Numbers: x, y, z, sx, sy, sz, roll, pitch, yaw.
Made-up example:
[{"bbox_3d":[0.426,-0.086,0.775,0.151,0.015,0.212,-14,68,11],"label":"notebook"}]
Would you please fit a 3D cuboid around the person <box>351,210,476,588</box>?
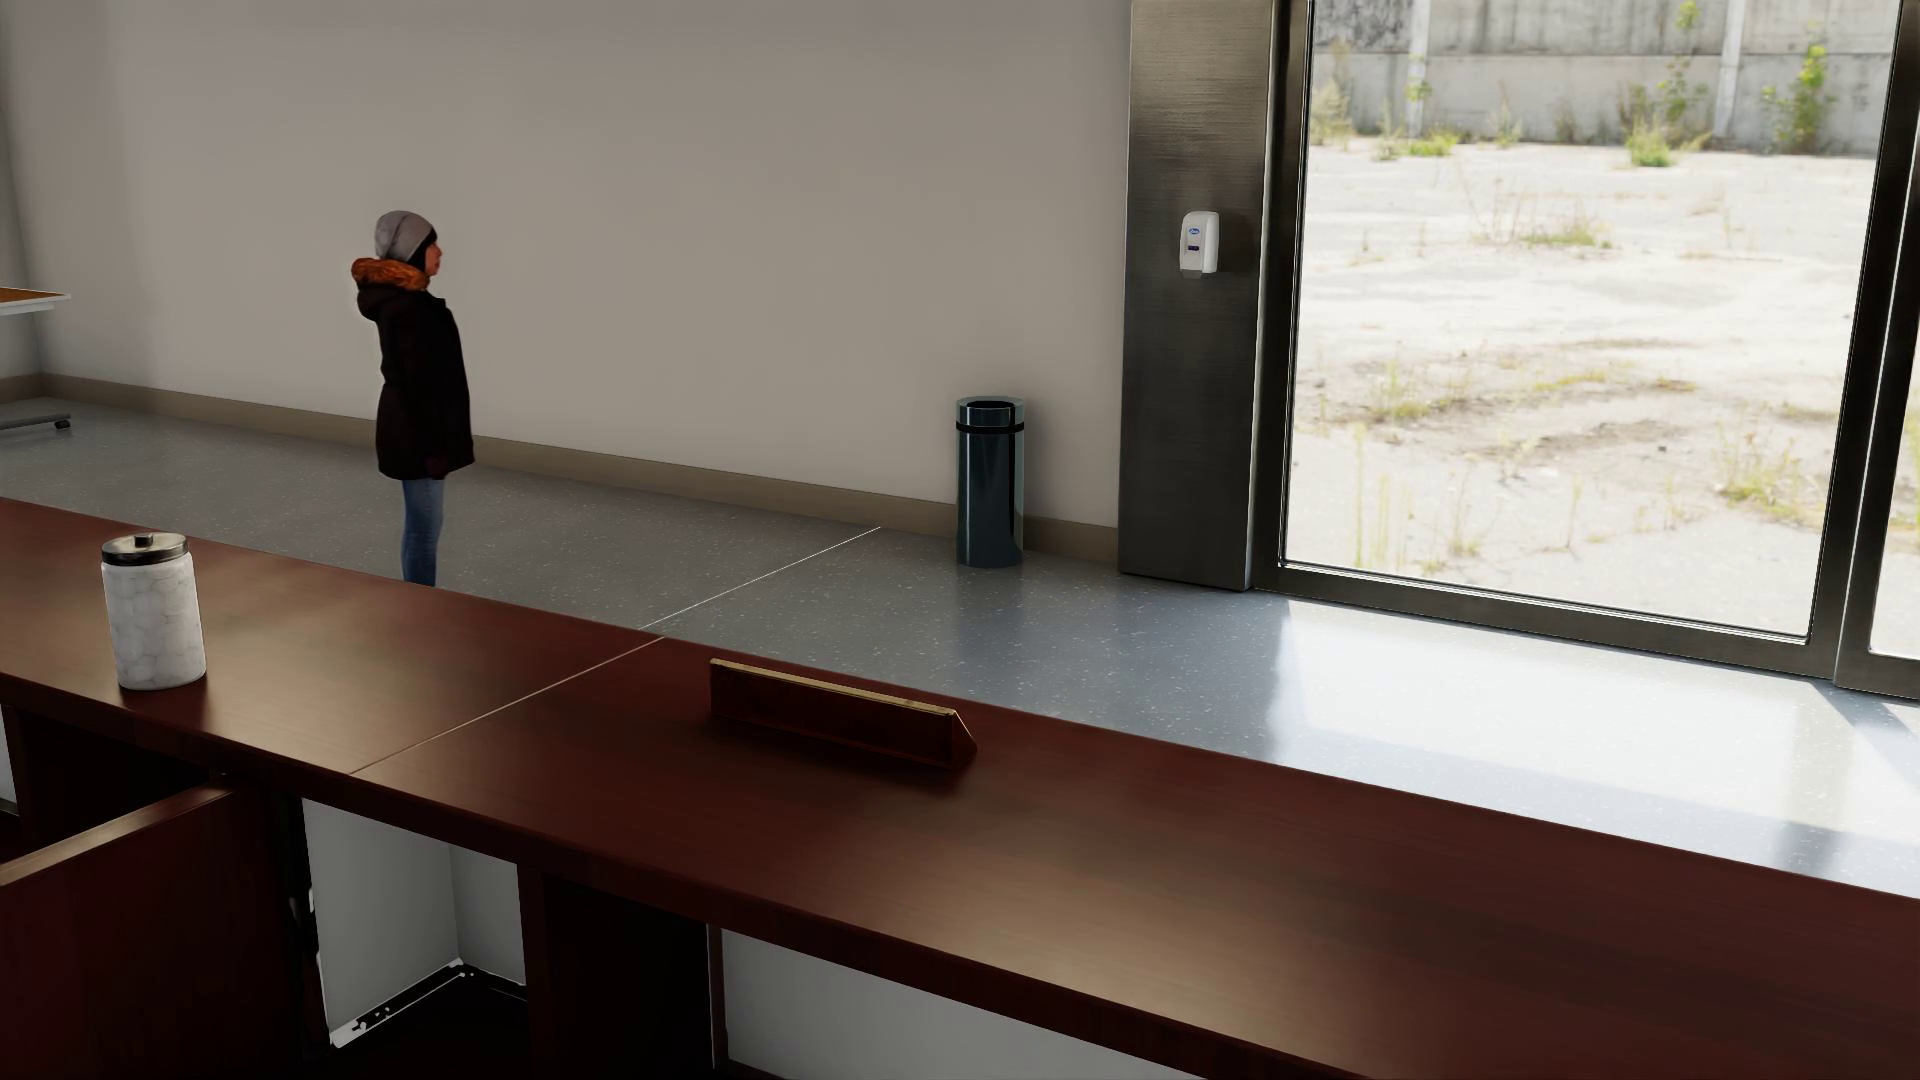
[{"bbox_3d":[-1.986,-0.389,6.117,0.781,1.634,0.737,-6,17,-21],"label":"person"}]
